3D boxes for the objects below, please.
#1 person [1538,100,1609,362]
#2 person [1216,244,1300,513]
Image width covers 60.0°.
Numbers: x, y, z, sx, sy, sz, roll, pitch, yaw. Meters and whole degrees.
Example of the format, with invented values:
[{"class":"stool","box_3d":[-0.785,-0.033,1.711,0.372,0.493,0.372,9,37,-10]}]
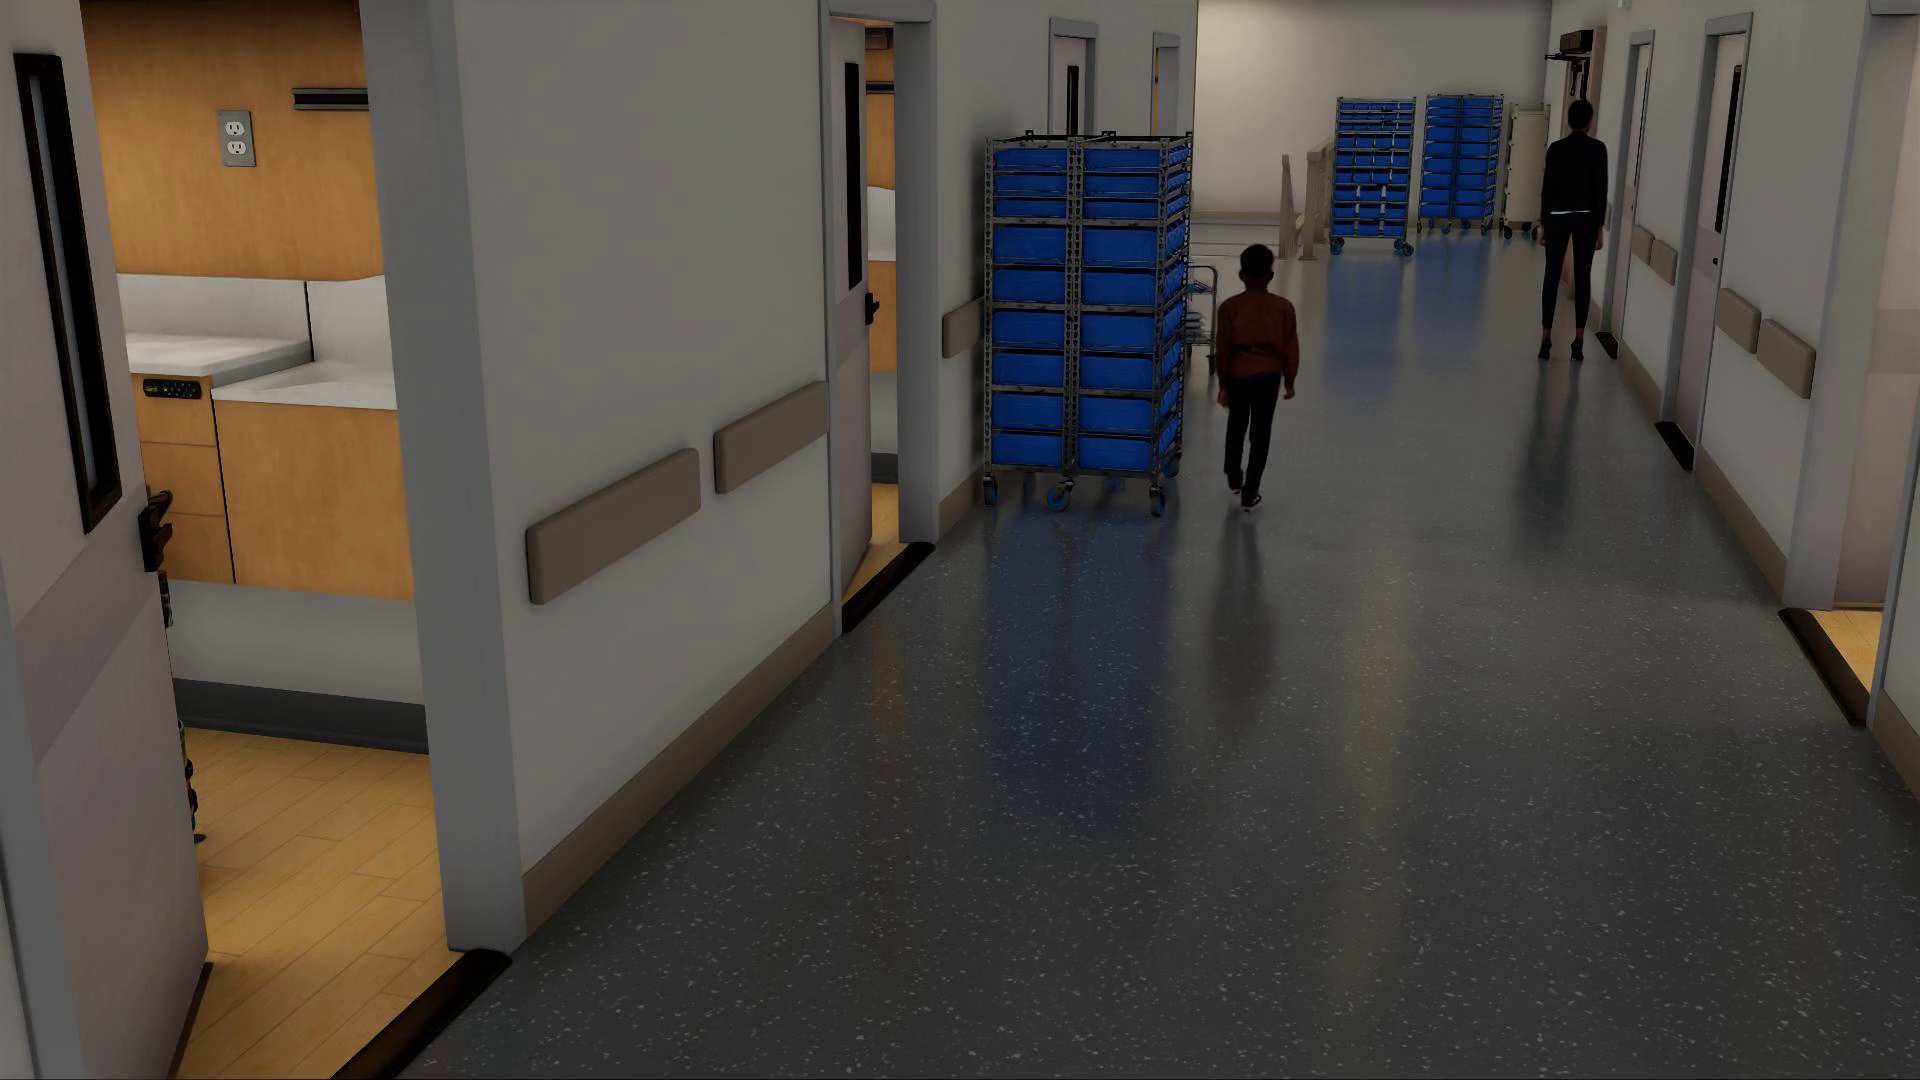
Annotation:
[{"class":"person","box_3d":[4.378,-2.209,11.916,0.632,1.836,0.567,7,17,24]},{"class":"person","box_3d":[1.378,-0.743,7.826,0.538,1.235,0.735,5,16,17]}]
